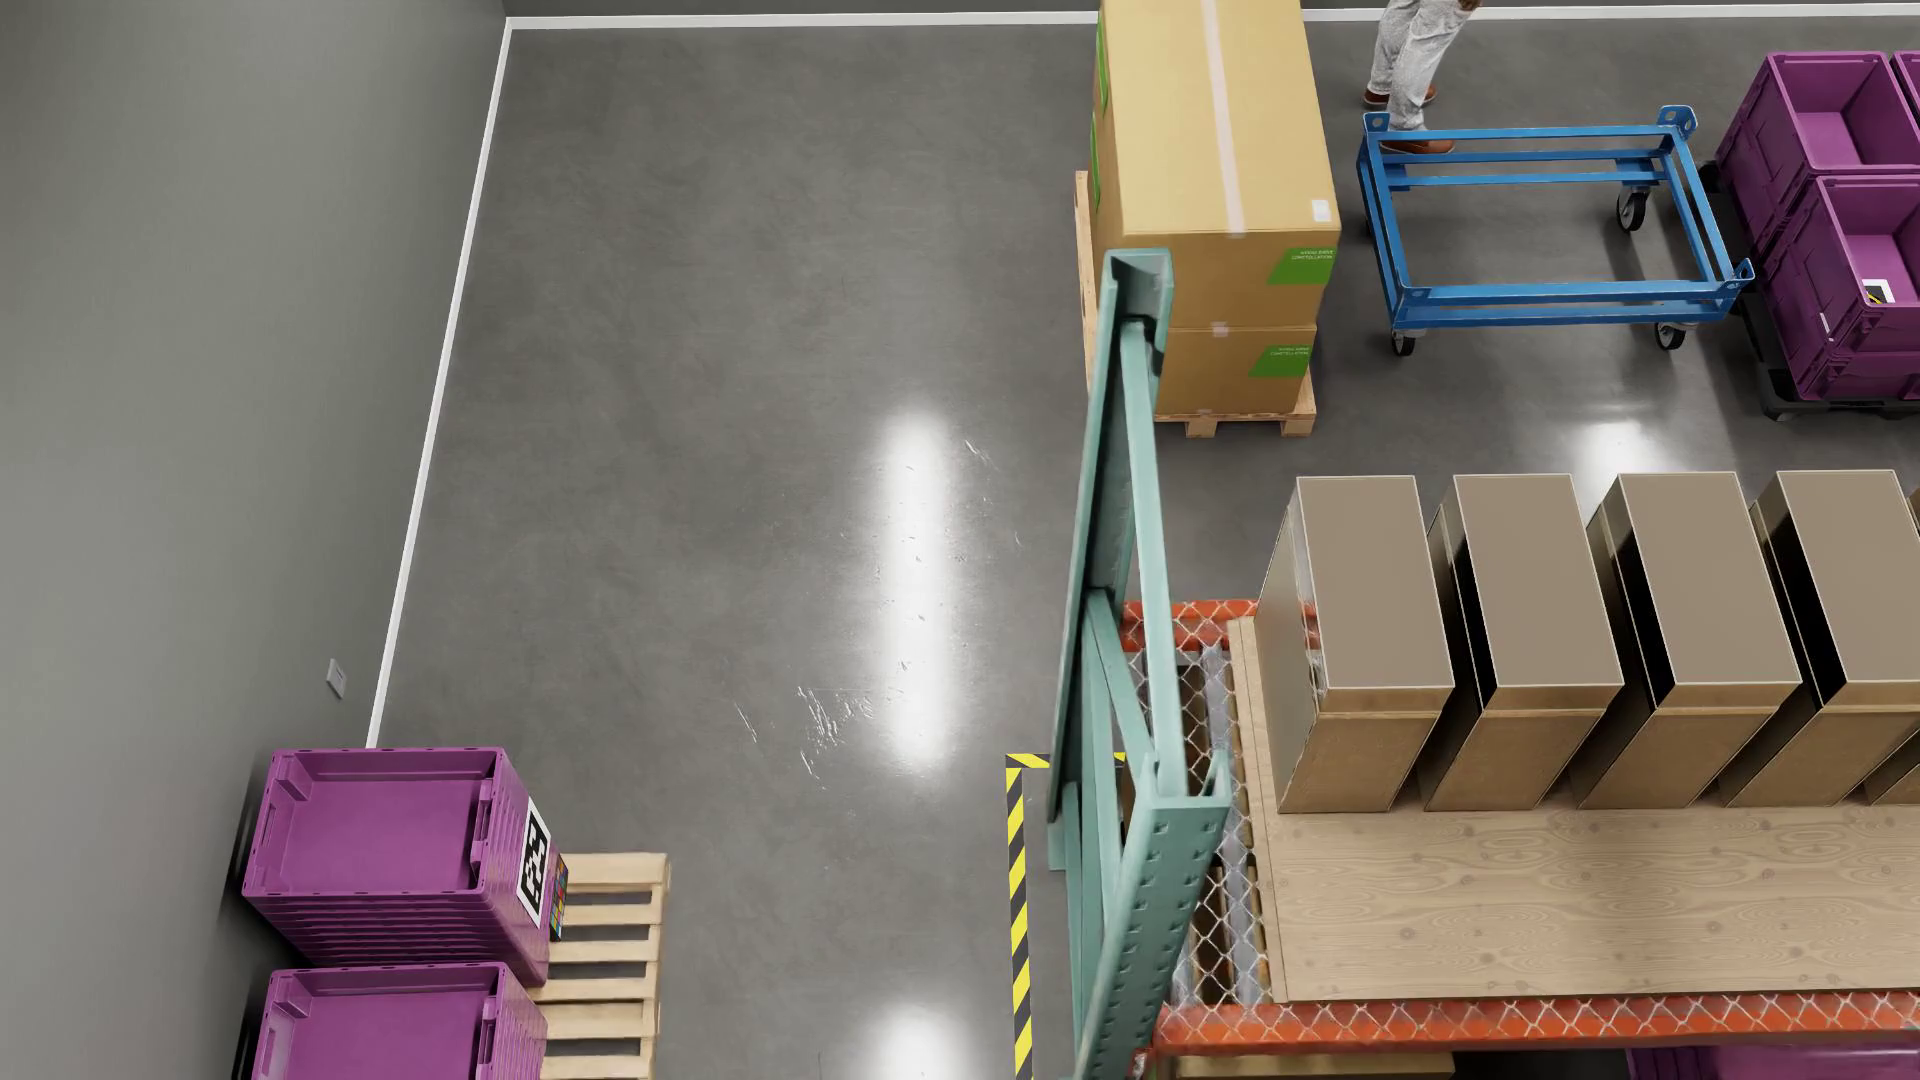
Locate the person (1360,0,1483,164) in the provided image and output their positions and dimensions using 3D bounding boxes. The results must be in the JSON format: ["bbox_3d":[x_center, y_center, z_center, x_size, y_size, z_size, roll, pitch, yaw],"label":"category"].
[{"bbox_3d":[1.831,-2.245,6.079,0.362,1.938,0.631,-1,58,-1],"label":"person"}]
